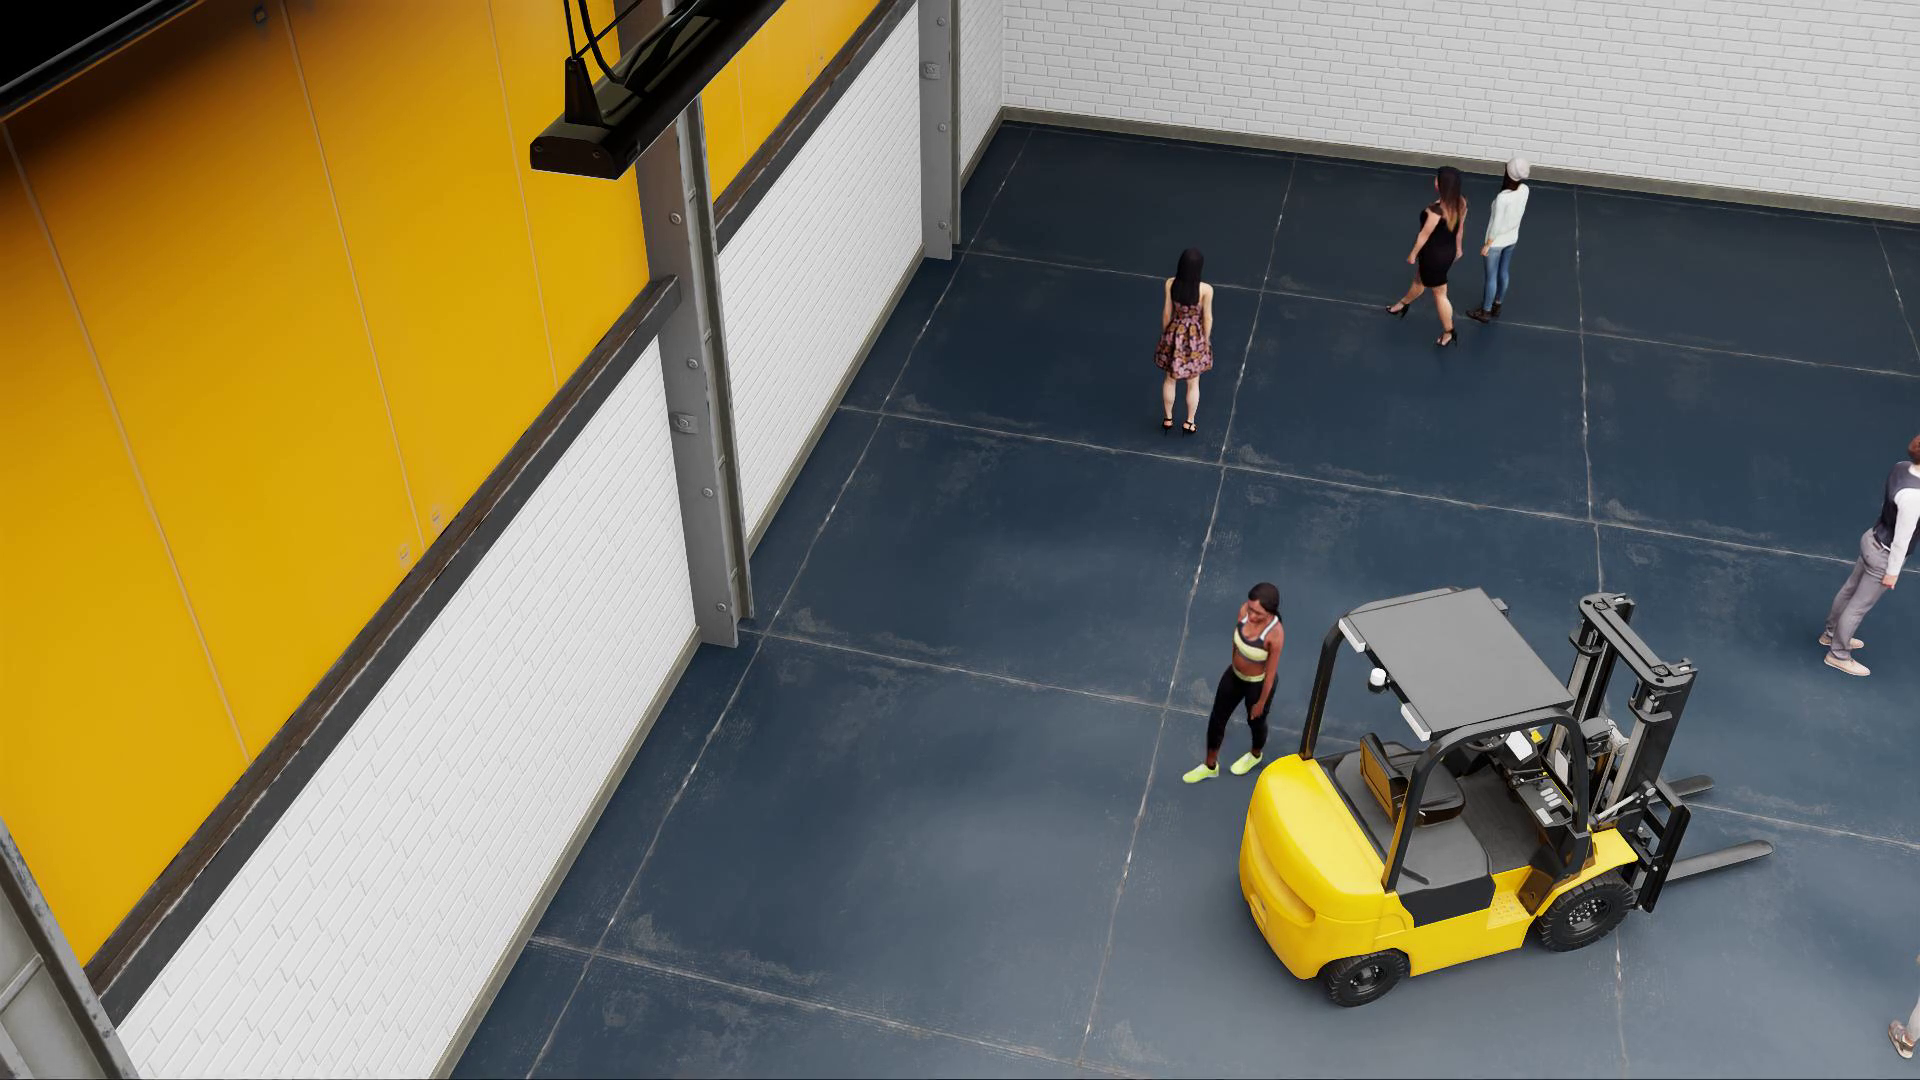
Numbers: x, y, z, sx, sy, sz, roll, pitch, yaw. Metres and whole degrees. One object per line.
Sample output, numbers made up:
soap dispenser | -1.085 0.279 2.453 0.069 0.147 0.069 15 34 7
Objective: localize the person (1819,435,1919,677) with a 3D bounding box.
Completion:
person | 6.430 0.069 11.585 0.716 1.934 0.503 11 40 14

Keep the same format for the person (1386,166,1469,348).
person | 4.375 -2.502 15.018 1.127 1.667 1.084 -30 47 -32

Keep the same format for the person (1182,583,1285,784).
person | 1.950 0.890 10.721 0.952 1.729 0.877 -22 44 -25

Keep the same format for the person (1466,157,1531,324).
person | 5.015 -2.786 15.392 0.620 1.644 0.699 -24 45 -27

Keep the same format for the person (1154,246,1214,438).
person | 1.872 -1.643 13.858 0.687 1.774 0.693 14 41 17
